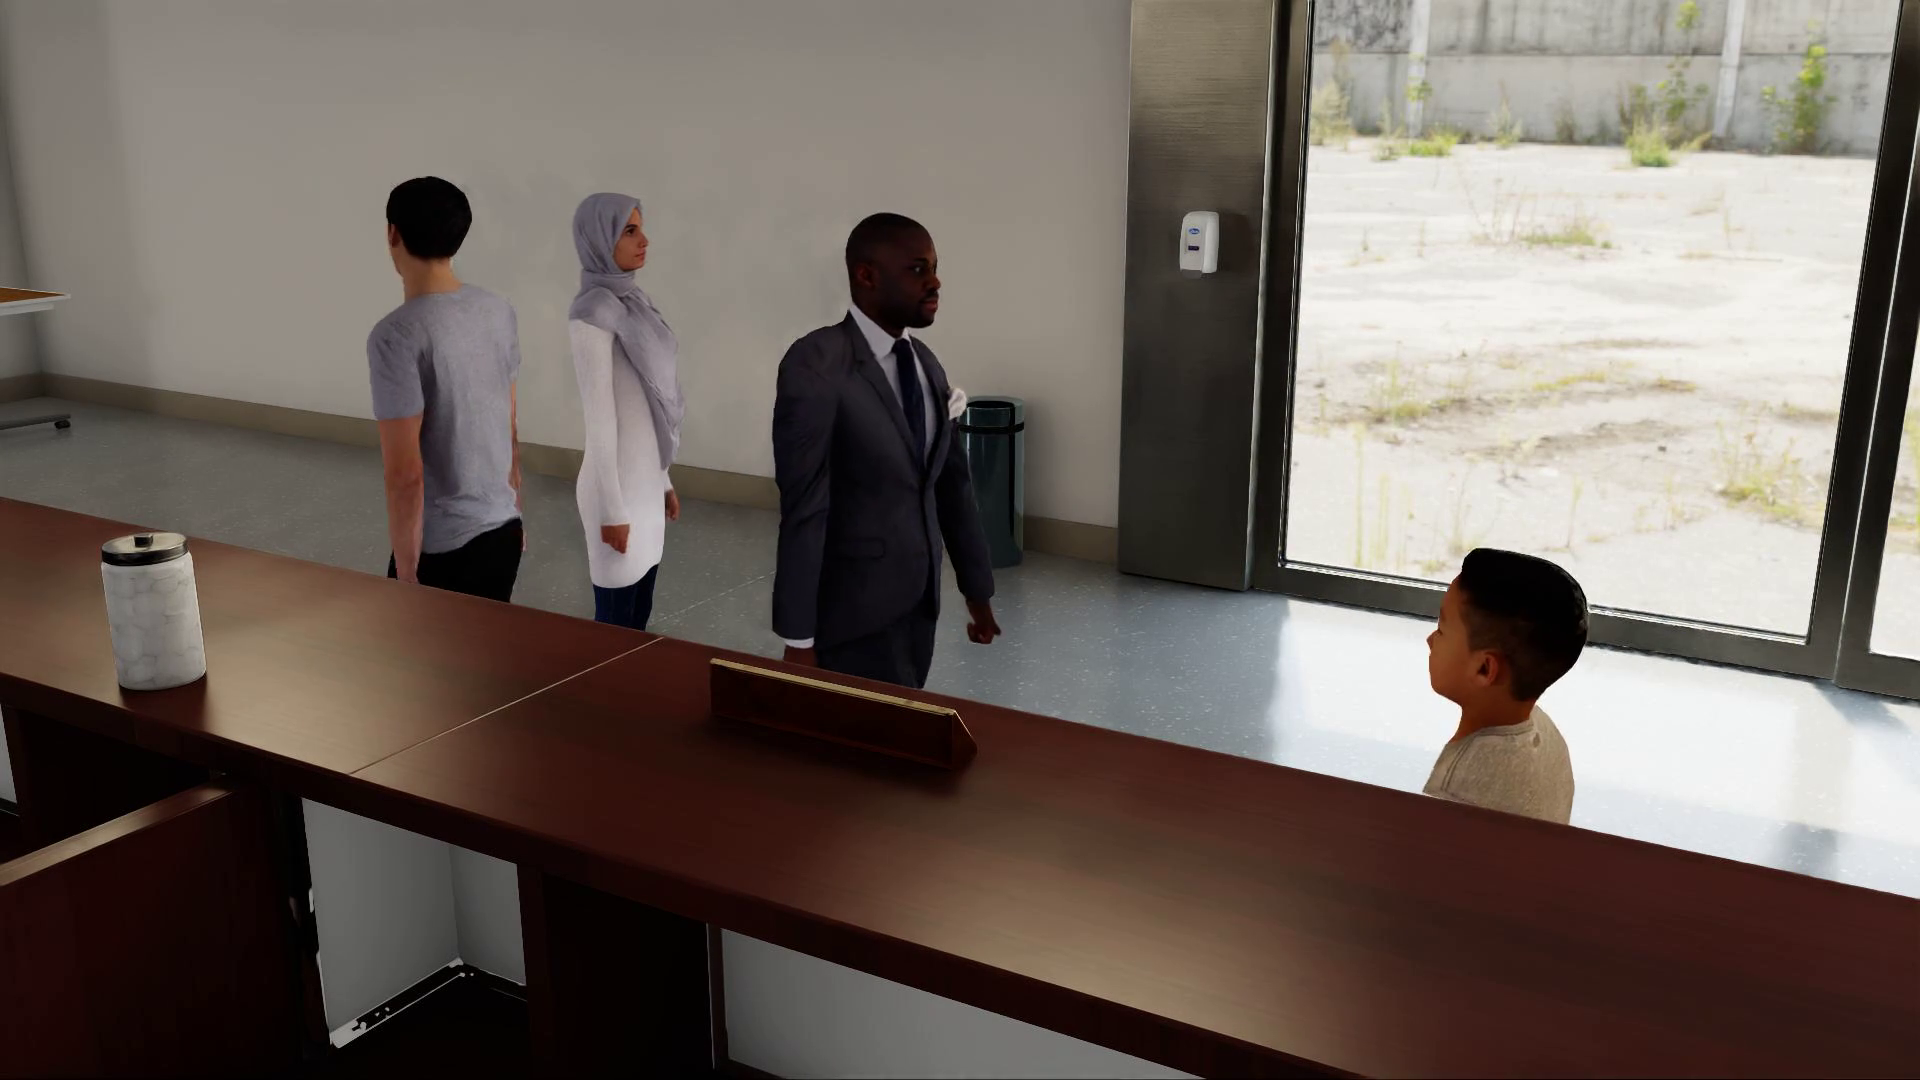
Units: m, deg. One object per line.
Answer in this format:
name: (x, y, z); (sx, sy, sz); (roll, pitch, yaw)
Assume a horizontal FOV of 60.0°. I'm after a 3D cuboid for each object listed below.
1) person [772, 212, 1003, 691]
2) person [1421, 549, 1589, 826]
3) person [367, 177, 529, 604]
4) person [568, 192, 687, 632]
person: (-0.253, 0.170, 3.812); (0.799, 1.808, 0.882); (10, 19, 33)
person: (0.825, 0.740, 2.454); (0.655, 1.448, 0.800); (12, 19, 35)
person: (-1.211, 0.031, 4.253); (0.809, 1.836, 0.969); (5, 17, 18)
person: (-1.000, -0.127, 4.929); (0.740, 1.775, 0.590); (3, 16, 9)
